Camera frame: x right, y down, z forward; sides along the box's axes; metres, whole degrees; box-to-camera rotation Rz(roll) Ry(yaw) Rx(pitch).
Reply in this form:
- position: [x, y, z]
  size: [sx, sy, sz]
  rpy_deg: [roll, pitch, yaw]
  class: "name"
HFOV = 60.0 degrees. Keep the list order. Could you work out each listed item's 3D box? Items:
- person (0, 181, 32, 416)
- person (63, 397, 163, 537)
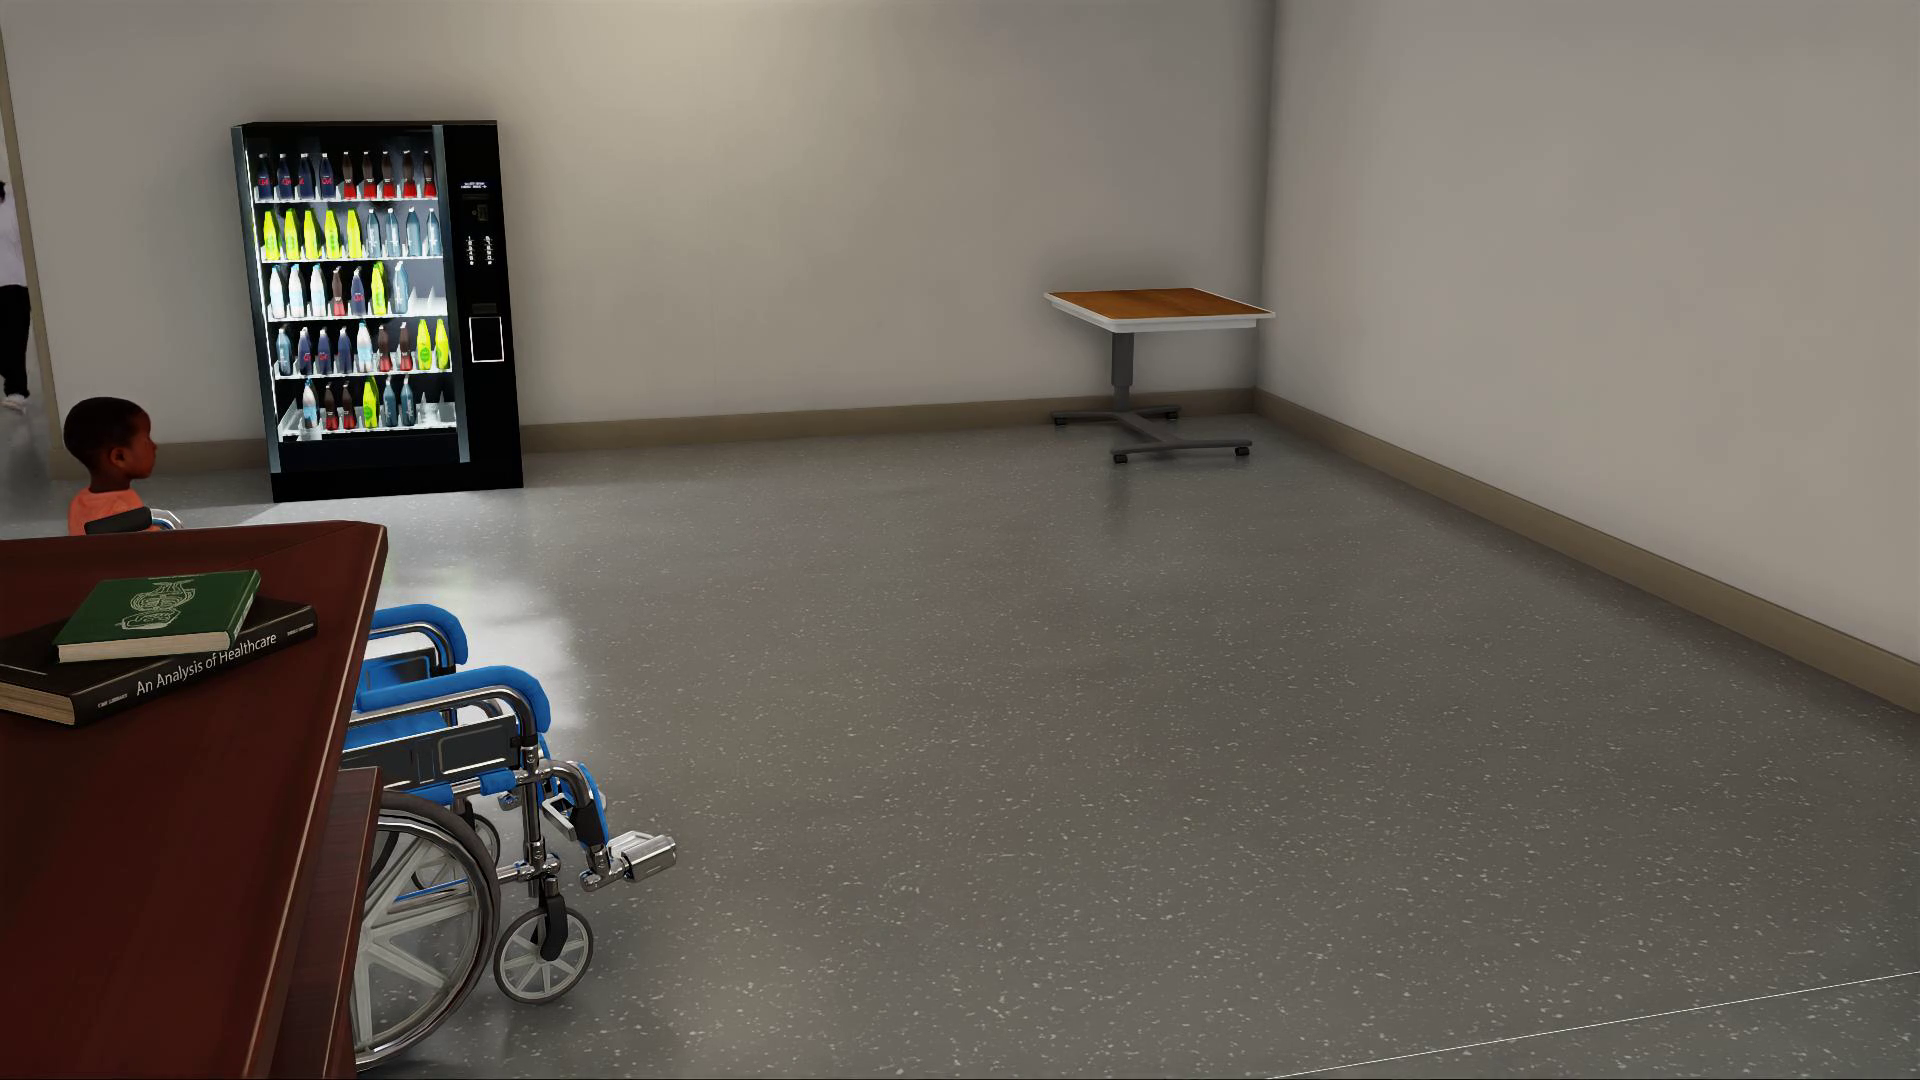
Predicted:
- position: [-5.997, -1.623, 10.374]
  size: [1.005, 1.654, 0.761]
  rpy_deg: [-3, 16, -10]
  class: "person"
- position: [-2.135, 0.280, 4.257]
  size: [0.560, 1.310, 0.601]
  rpy_deg: [15, 22, 42]
  class: "person"
